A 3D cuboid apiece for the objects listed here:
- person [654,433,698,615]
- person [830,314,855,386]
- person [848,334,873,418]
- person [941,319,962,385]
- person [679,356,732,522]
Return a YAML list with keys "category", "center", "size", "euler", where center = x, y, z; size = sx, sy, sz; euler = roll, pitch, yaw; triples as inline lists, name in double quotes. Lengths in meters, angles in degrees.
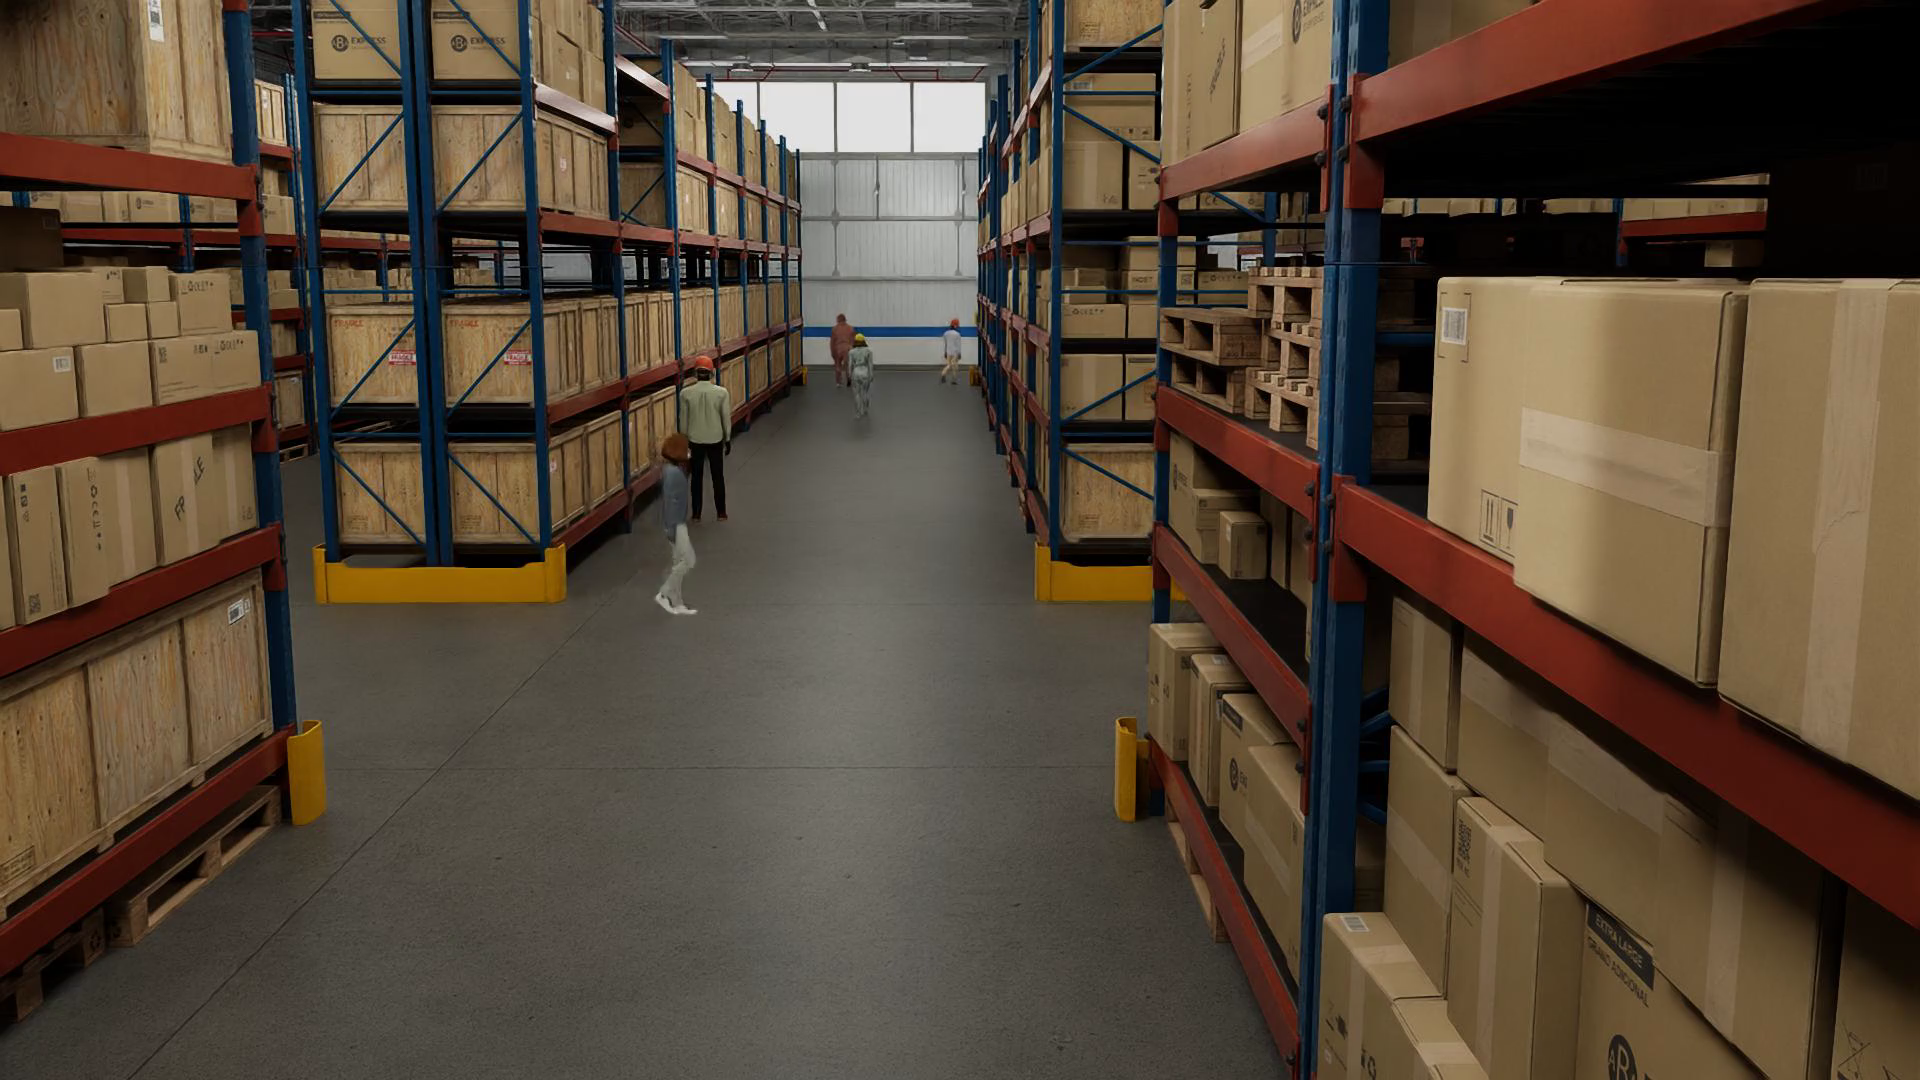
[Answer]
- category: "person"
  center: [-2.430, -0.124, 14.465]
  size: [0.344, 1.617, 0.518]
  euler: [0, 9, -1]
- category: "person"
  center: [-3.030, -4.884, 42.886]
  size: [0.651, 1.883, 0.548]
  euler: [-2, 9, -11]
- category: "person"
  center: [-2.044, -3.378, 34.171]
  size: [0.507, 1.702, 0.877]
  euler: [-1, 9, -6]
- category: "person"
  center: [-0.172, -4.903, 43.449]
  size: [0.556, 1.730, 0.398]
  euler: [9, 13, 43]
- category: "person"
  center: [-3.057, -1.211, 19.989]
  size: [0.619, 1.992, 0.396]
  euler: [-1, 9, -8]
